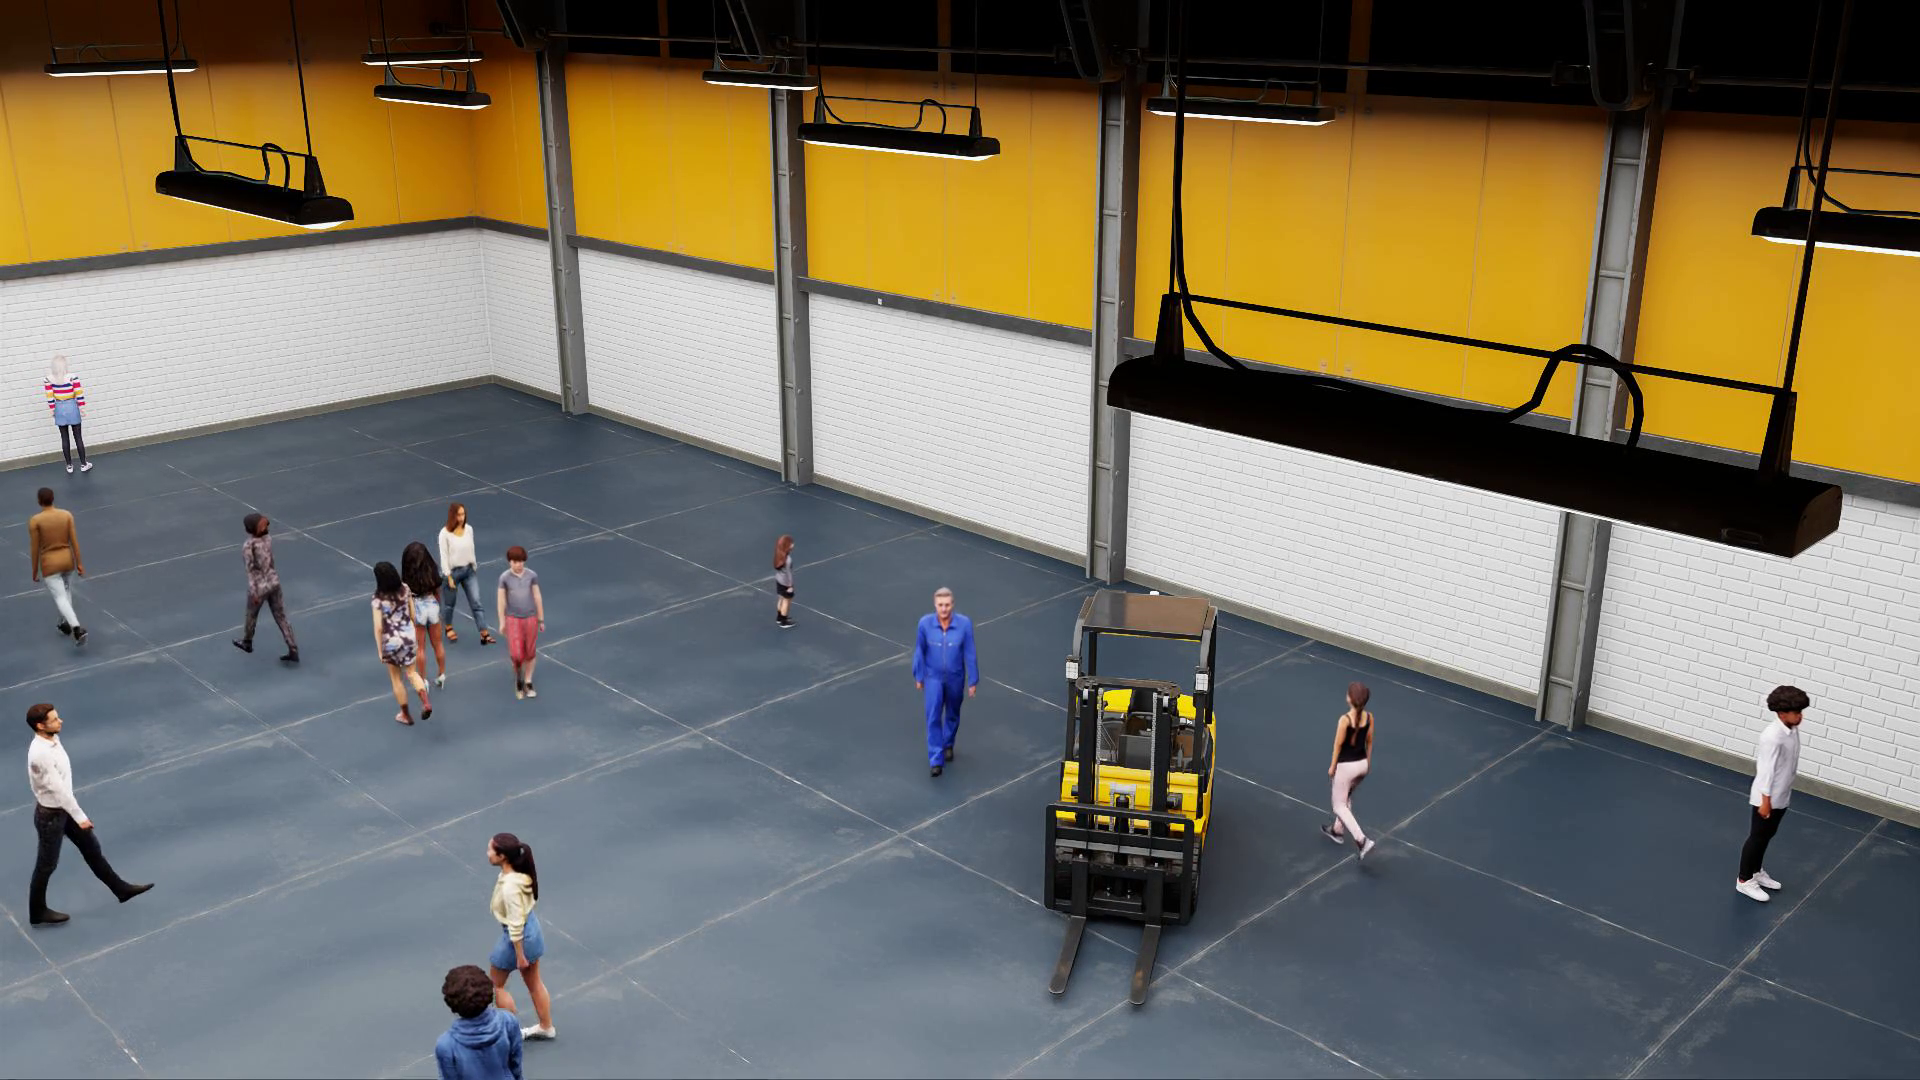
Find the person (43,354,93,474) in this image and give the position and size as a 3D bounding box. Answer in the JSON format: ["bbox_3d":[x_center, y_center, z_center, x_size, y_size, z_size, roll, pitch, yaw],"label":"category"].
[{"bbox_3d":[-13.485,-1.926,25.116,0.726,1.806,0.705,-5,19,-15],"label":"person"}]

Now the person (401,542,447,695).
[{"bbox_3d":[-5.574,0.803,17.301,0.549,1.620,0.563,-17,25,-41],"label":"person"}]

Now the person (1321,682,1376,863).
[{"bbox_3d":[3.319,1.952,14.008,0.717,1.544,1.007,-9,20,-24],"label":"person"}]

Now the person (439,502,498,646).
[{"bbox_3d":[-5.639,0.382,18.520,0.620,1.640,1.047,-18,25,-42],"label":"person"}]

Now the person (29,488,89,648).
[{"bbox_3d":[-9.982,0.327,18.460,1.177,1.782,0.690,16,24,39],"label":"person"}]

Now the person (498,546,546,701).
[{"bbox_3d":[-4.554,0.815,17.227,0.700,1.645,0.724,-8,20,-22],"label":"person"}]

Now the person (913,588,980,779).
[{"bbox_3d":[-0.139,1.276,15.631,1.182,1.790,1.260,-1,19,-2],"label":"person"}]

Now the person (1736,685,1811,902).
[{"bbox_3d":[6.557,2.011,13.419,0.625,1.808,0.521,-17,25,-41],"label":"person"}]

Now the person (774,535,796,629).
[{"bbox_3d":[-2.031,0.458,19.135,0.584,1.104,0.476,-8,20,-23],"label":"person"}]

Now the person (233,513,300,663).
[{"bbox_3d":[-7.446,0.558,17.966,1.216,1.661,0.879,8,20,23],"label":"person"}]

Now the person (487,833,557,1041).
[{"bbox_3d":[-2.968,2.760,11.497,0.850,1.616,0.793,1,19,3],"label":"person"}]

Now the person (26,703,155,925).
[{"bbox_3d":[-7.114,2.172,12.904,1.062,1.832,1.177,-6,20,-17],"label":"person"}]

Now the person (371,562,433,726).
[{"bbox_3d":[-5.498,1.046,16.419,0.608,1.722,0.753,-17,25,-41],"label":"person"}]

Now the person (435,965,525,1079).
[{"bbox_3d":[-2.706,3.307,9.615,0.895,1.780,1.213,-9,21,-26],"label":"person"}]
